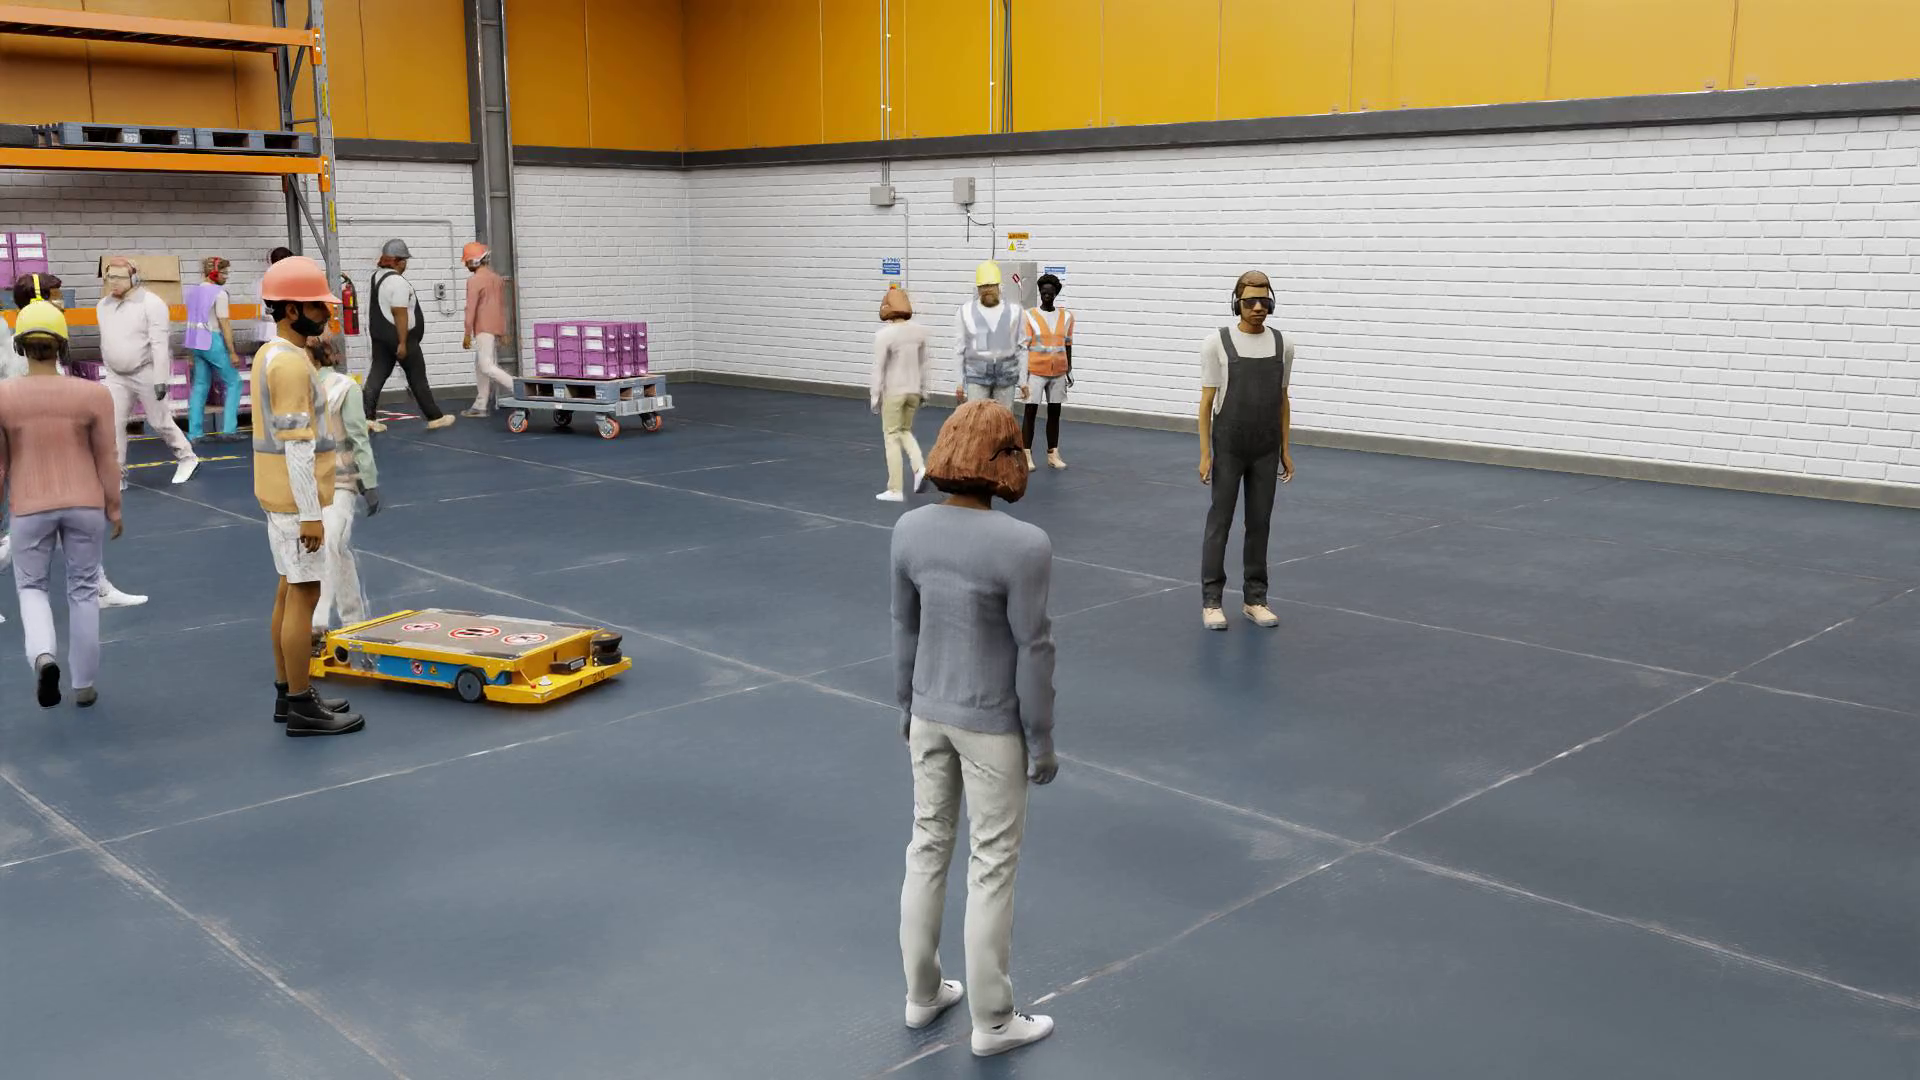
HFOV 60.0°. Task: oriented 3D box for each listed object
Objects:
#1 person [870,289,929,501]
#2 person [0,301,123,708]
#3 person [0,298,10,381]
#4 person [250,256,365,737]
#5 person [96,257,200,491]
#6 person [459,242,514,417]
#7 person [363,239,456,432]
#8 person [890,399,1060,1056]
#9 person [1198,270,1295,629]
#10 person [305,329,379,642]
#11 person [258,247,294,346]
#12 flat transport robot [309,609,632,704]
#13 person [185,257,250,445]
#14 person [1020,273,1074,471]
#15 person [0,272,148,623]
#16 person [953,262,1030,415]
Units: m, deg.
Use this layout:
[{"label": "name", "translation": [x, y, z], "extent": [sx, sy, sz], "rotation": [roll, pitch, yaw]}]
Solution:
[{"label": "person", "translation": [-0.455, -1.095, 12.660], "extent": [0.563, 1.614, 0.402], "rotation": [-9, 14, -42]}, {"label": "person", "translation": [-3.813, -0.121, 7.002], "extent": [0.528, 1.754, 0.548], "rotation": [-6, 12, -28]}, {"label": "person", "translation": [-7.738, -1.233, 13.215], "extent": [0.926, 1.692, 0.502], "rotation": [-9, 14, -42]}, {"label": "person", "translation": [-2.666, -0.175, 6.778], "extent": [0.377, 1.936, 0.549], "rotation": [-6, 12, -28]}, {"label": "person", "translation": [-6.526, -1.324, 13.287], "extent": [0.638, 1.864, 0.931], "rotation": [2, 11, 9]}, {"label": "person", "translation": [-5.164, -2.315, 18.409], "extent": [0.835, 1.958, 0.623], "rotation": [2, 11, 9]}, {"label": "person", "translation": [-5.827, -2.142, 17.222], "extent": [0.693, 2.000, 1.019], "rotation": [9, 14, 41]}, {"label": "person", "translation": [0.031, 0.464, 4.151], "extent": [0.500, 1.628, 0.277], "rotation": [9, 14, 41]}, {"label": "person", "translation": [1.473, -0.457, 8.568], "extent": [0.511, 1.844, 0.328], "rotation": [-3, 11, -14]}, {"label": "person", "translation": [-3.117, -0.224, 7.945], "extent": [0.552, 1.602, 0.802], "rotation": [4, 11, 22]}, {"label": "person", "translation": [-6.740, -1.990, 16.784], "extent": [0.651, 1.891, 0.610], "rotation": [-10, 14, -43]}, {"label": "flat transport robot", "translation": [-2.287, 0.508, 7.601], "extent": [1.431, 0.197, 0.652], "rotation": [5, 11, 24]}, {"label": "person", "translation": [-7.217, -1.821, 16.110], "extent": [0.617, 1.809, 0.639], "rotation": [7, 13, 34]}, {"label": "person", "translation": [0.742, -1.443, 14.342], "extent": [0.536, 1.699, 0.322], "rotation": [-4, 11, -20]}, {"label": "person", "translation": [-4.863, -0.477, 8.741], "extent": [0.891, 1.830, 0.530], "rotation": [-8, 13, -37]}, {"label": "person", "translation": [0.250, -1.268, 13.122], "extent": [0.602, 1.815, 0.540], "rotation": [-1, 10, -6]}]
